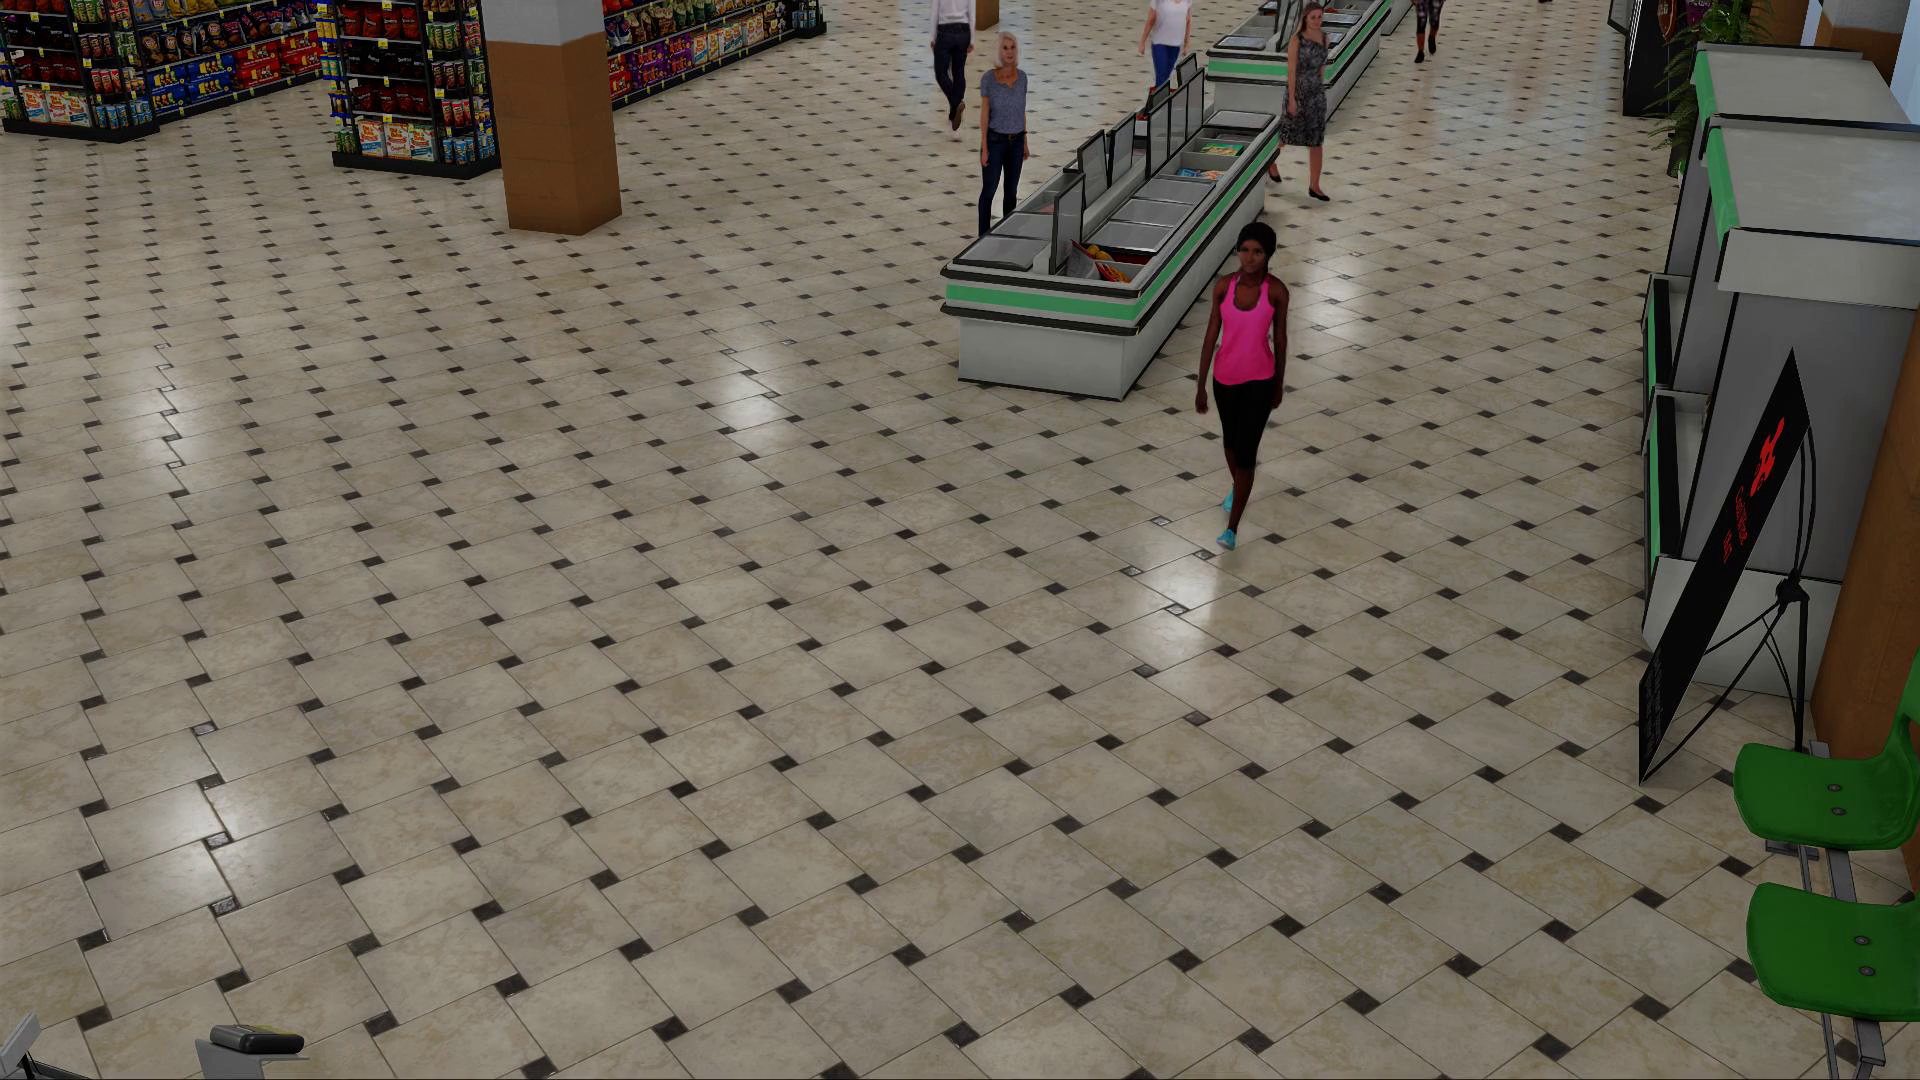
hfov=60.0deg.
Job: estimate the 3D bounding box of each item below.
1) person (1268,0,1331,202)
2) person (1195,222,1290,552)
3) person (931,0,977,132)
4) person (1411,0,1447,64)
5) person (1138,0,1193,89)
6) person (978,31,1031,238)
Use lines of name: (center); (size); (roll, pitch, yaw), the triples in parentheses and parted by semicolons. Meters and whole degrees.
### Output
person: (2.986, -3.902, 14.765); (1.023, 1.661, 1.162); (-9, 28, -17)
person: (1.496, -0.836, 8.708); (0.603, 1.669, 1.107); (11, 29, 21)
person: (-0.059, -5.102, 16.933); (0.996, 1.839, 1.141); (-7, 28, -13)
person: (5.732, -6.692, 20.272); (0.598, 1.656, 0.738); (10, 29, 20)
person: (2.073, -5.029, 17.015); (1.039, 1.635, 1.119); (-8, 28, -16)
person: (0.339, -3.164, 13.241); (0.652, 1.722, 0.714); (-12, 29, -22)
